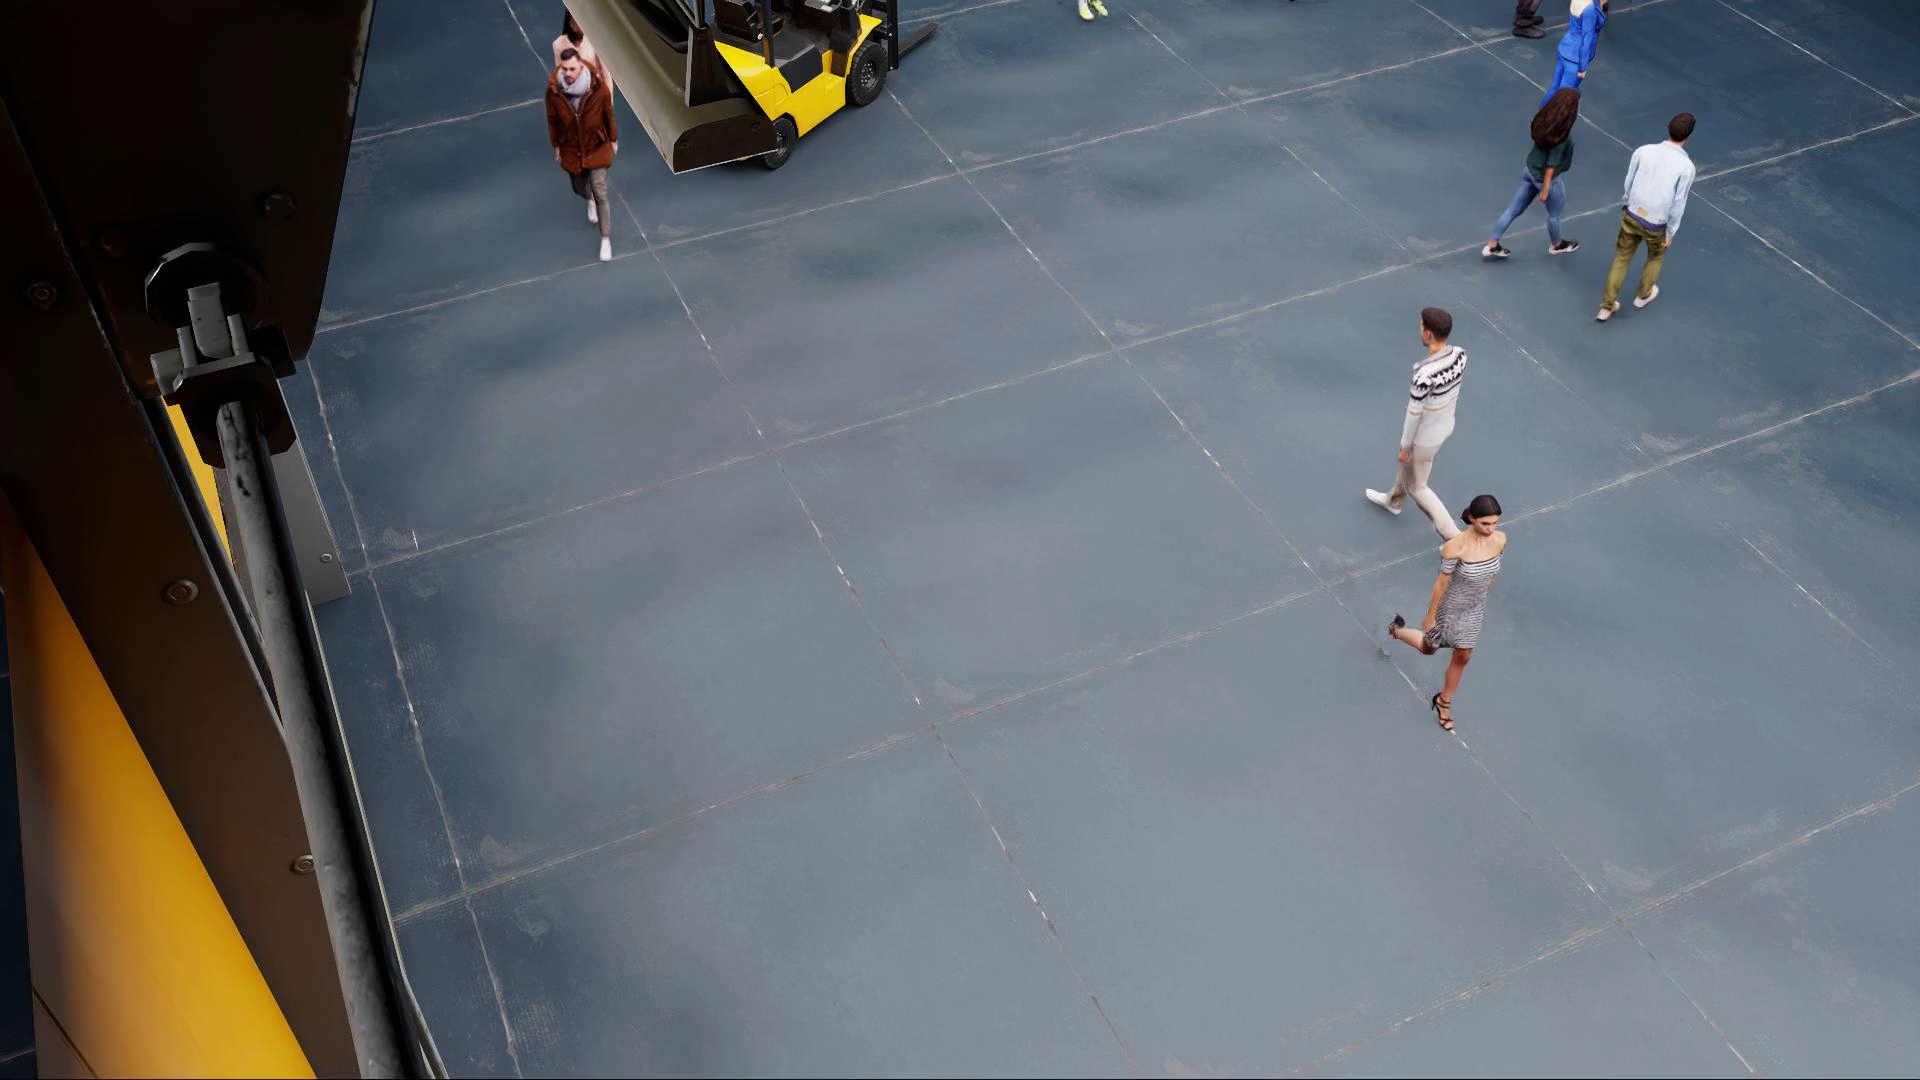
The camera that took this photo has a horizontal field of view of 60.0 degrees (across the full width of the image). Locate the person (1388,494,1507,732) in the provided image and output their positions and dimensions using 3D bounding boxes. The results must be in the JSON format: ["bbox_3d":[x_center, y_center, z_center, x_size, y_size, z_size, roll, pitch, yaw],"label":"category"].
[{"bbox_3d":[2.995,0.371,10.225,0.660,1.802,1.008,-14,45,-14],"label":"person"}]

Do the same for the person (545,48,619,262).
[{"bbox_3d":[-3.183,-3.351,14.130,0.968,1.805,1.243,-3,44,-3],"label":"person"}]

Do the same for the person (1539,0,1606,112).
[{"bbox_3d":[5.642,-4.450,15.361,0.755,1.698,0.620,-1,44,-1],"label":"person"}]

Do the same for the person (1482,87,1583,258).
[{"bbox_3d":[4.808,-3.029,13.961,0.871,1.570,1.071,-5,44,-5],"label":"person"}]

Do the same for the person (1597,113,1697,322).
[{"bbox_3d":[5.441,-2.517,13.267,0.963,1.787,0.953,33,53,30],"label":"person"}]

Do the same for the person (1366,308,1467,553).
[{"bbox_3d":[3.257,-0.699,11.337,1.234,1.816,1.020,34,53,30],"label":"person"}]

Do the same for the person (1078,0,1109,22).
[{"bbox_3d":[1.343,-6.300,17.210,0.676,1.824,0.621,-22,48,-21],"label":"person"}]

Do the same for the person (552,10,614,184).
[{"bbox_3d":[-3.316,-3.970,14.860,0.758,1.692,0.901,-5,44,-5],"label":"person"}]
